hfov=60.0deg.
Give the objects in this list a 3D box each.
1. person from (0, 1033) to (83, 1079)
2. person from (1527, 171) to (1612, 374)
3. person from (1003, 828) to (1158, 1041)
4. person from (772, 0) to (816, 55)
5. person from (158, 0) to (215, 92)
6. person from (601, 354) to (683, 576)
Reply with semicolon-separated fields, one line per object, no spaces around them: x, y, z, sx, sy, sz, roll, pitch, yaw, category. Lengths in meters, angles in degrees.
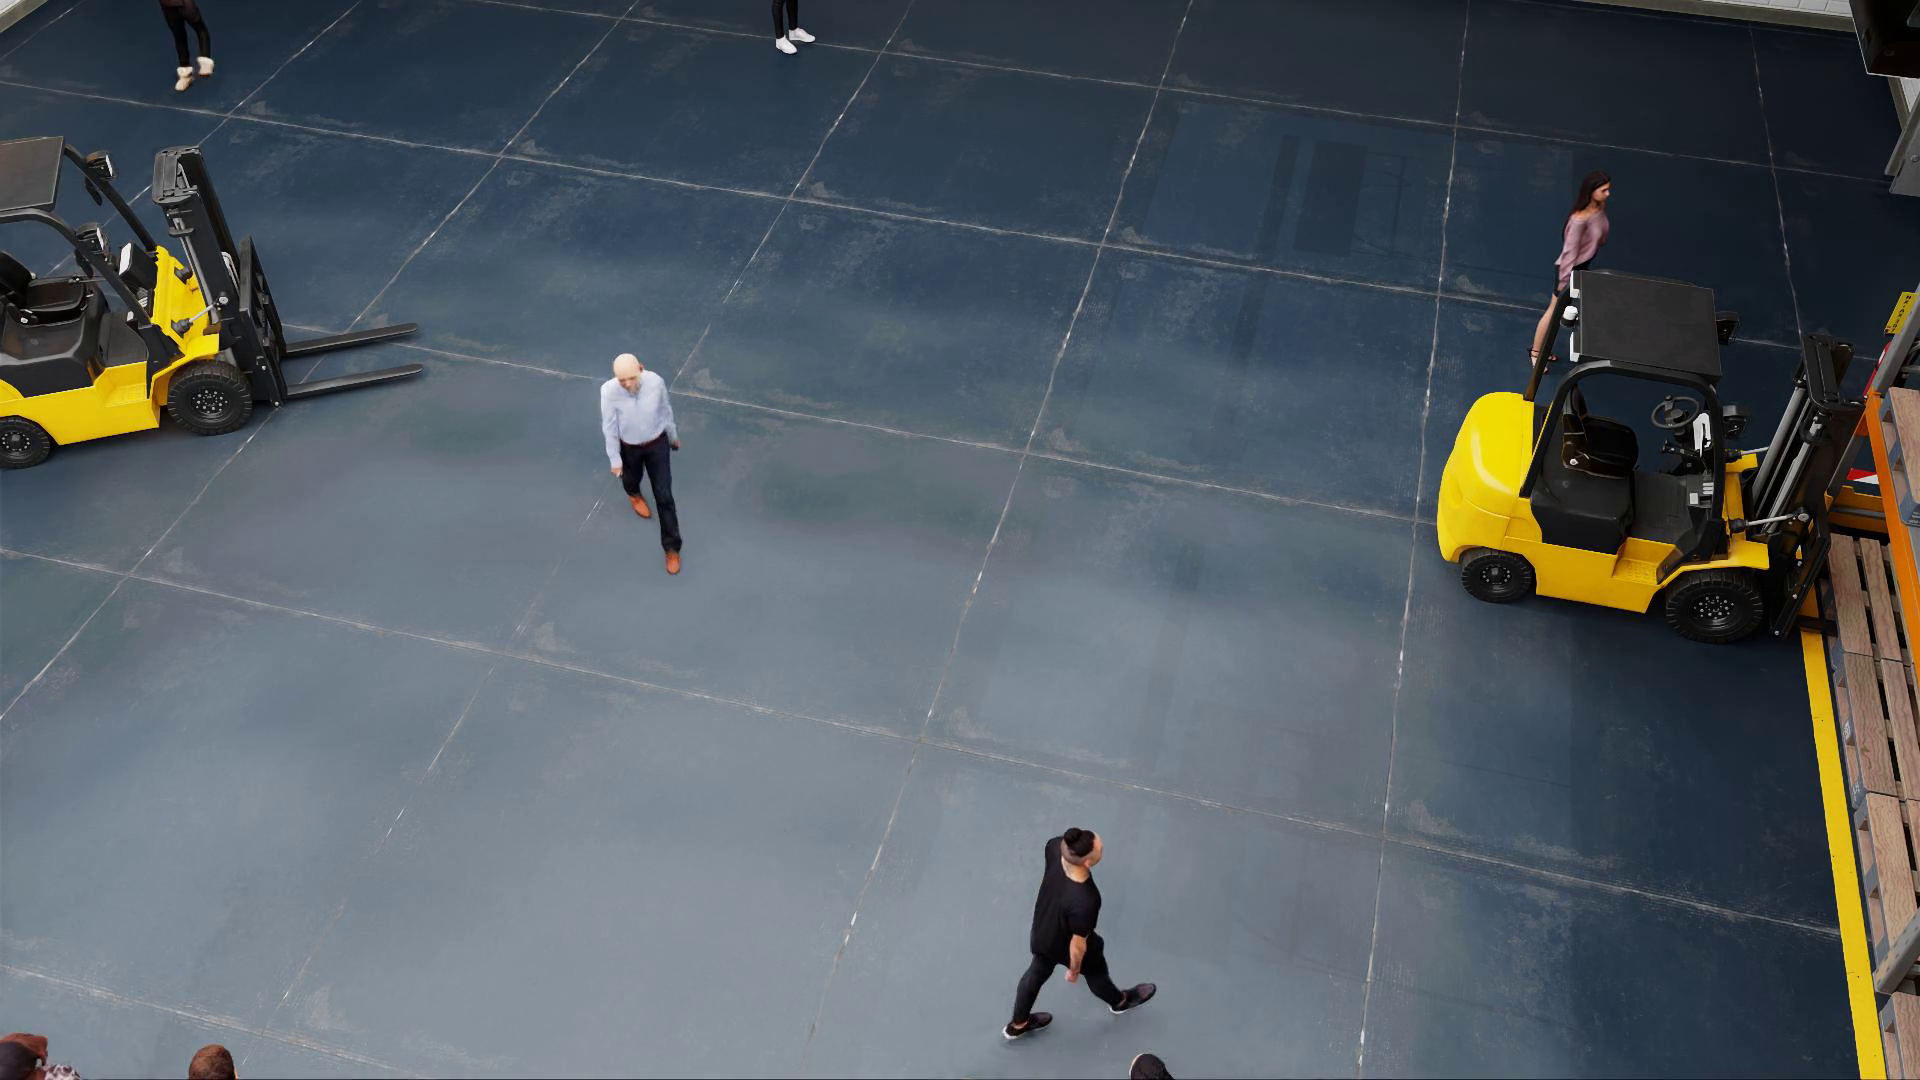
-4.279;2.835;8.105;0.964;1.665;1.185;-12;45;-12;person
4.852;-2.132;13.213;0.763;1.811;0.622;31;51;28;person
0.485;2.088;8.776;1.159;1.820;1.176;-15;46;-15;person
-1.809;-6.051;17.240;0.813;1.930;0.651;25;49;24;person
-7.869;-5.288;16.637;0.664;1.657;0.755;6;44;6;person
-2.267;-0.697;11.750;1.167;1.751;1.345;-18;46;-18;person
